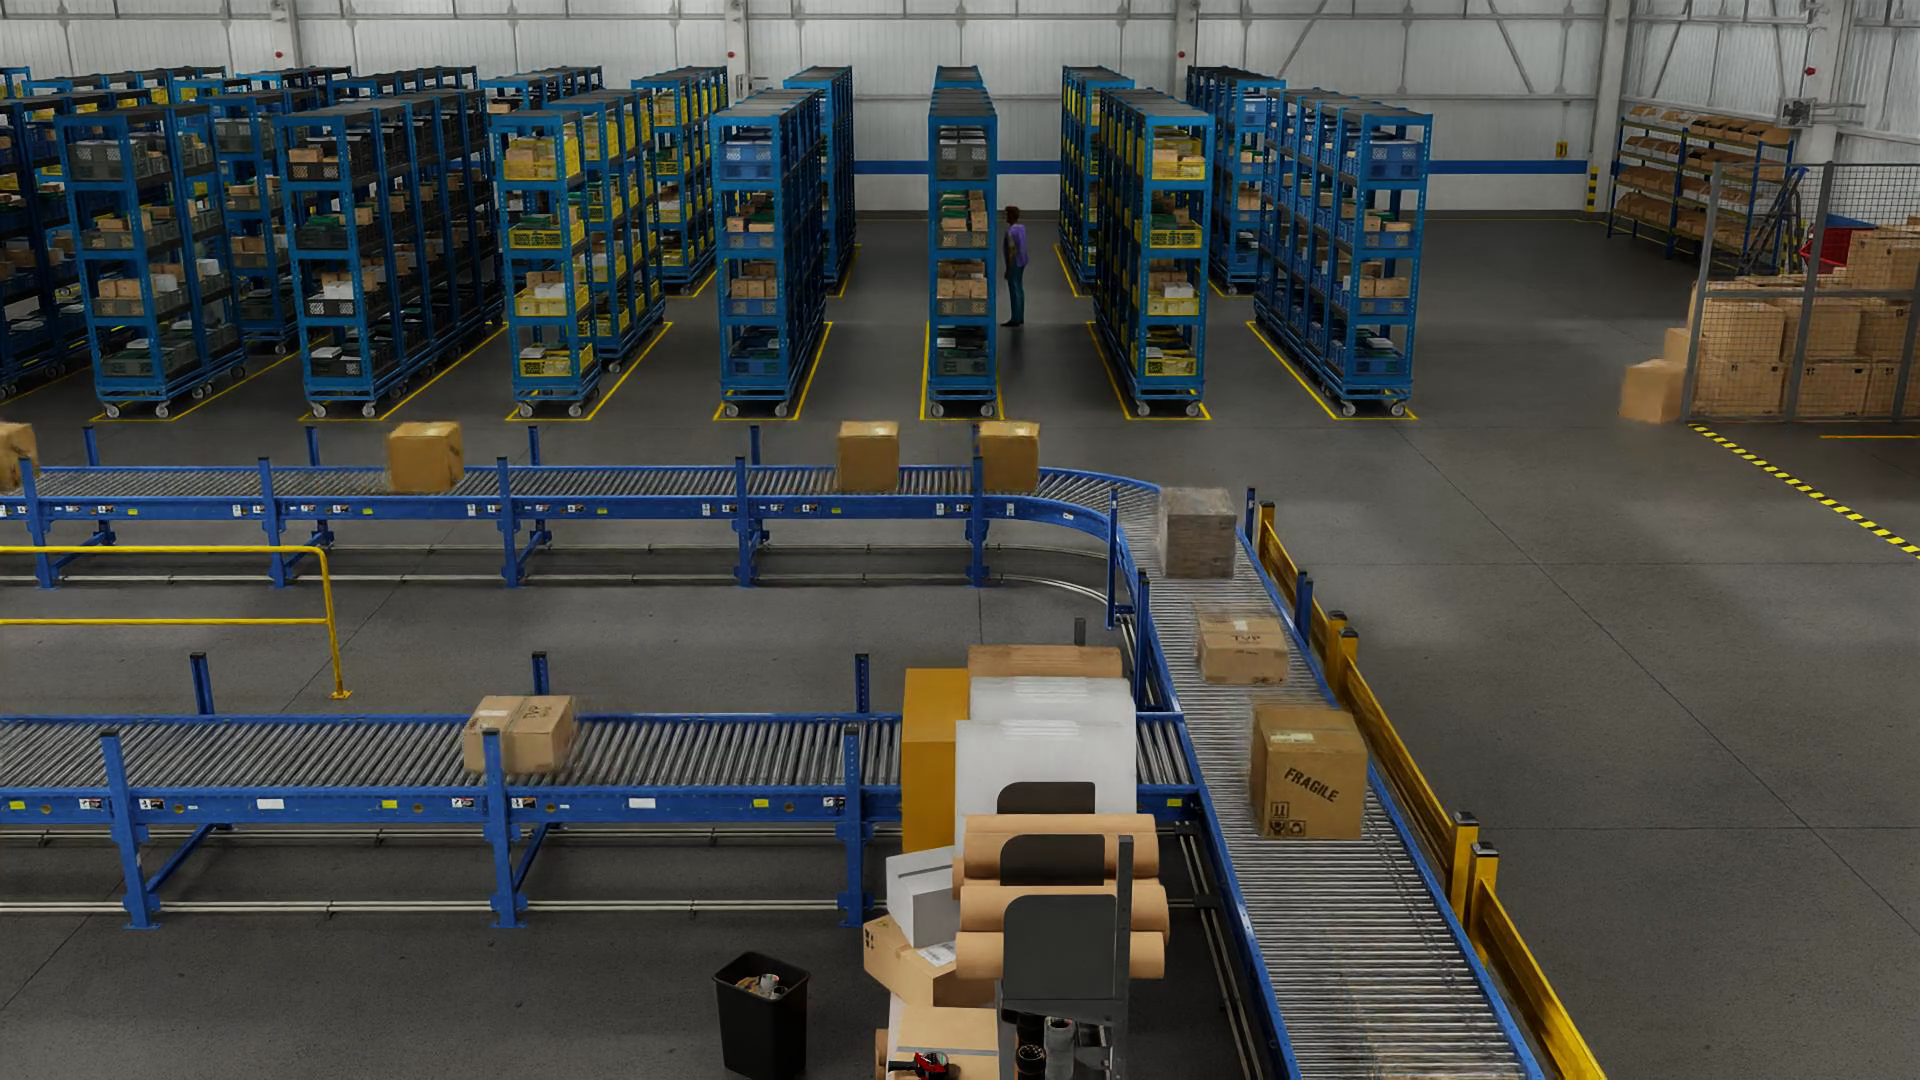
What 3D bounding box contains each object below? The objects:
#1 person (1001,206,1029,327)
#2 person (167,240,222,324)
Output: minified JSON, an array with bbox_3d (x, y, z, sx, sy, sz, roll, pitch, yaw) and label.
[{"bbox_3d":[0.850,-4.218,25.640,0.388,1.847,0.563,7,19,21],"label":"person"},{"bbox_3d":[-11.513,-3.952,24.922,0.612,1.774,0.943,0,18,1],"label":"person"}]
